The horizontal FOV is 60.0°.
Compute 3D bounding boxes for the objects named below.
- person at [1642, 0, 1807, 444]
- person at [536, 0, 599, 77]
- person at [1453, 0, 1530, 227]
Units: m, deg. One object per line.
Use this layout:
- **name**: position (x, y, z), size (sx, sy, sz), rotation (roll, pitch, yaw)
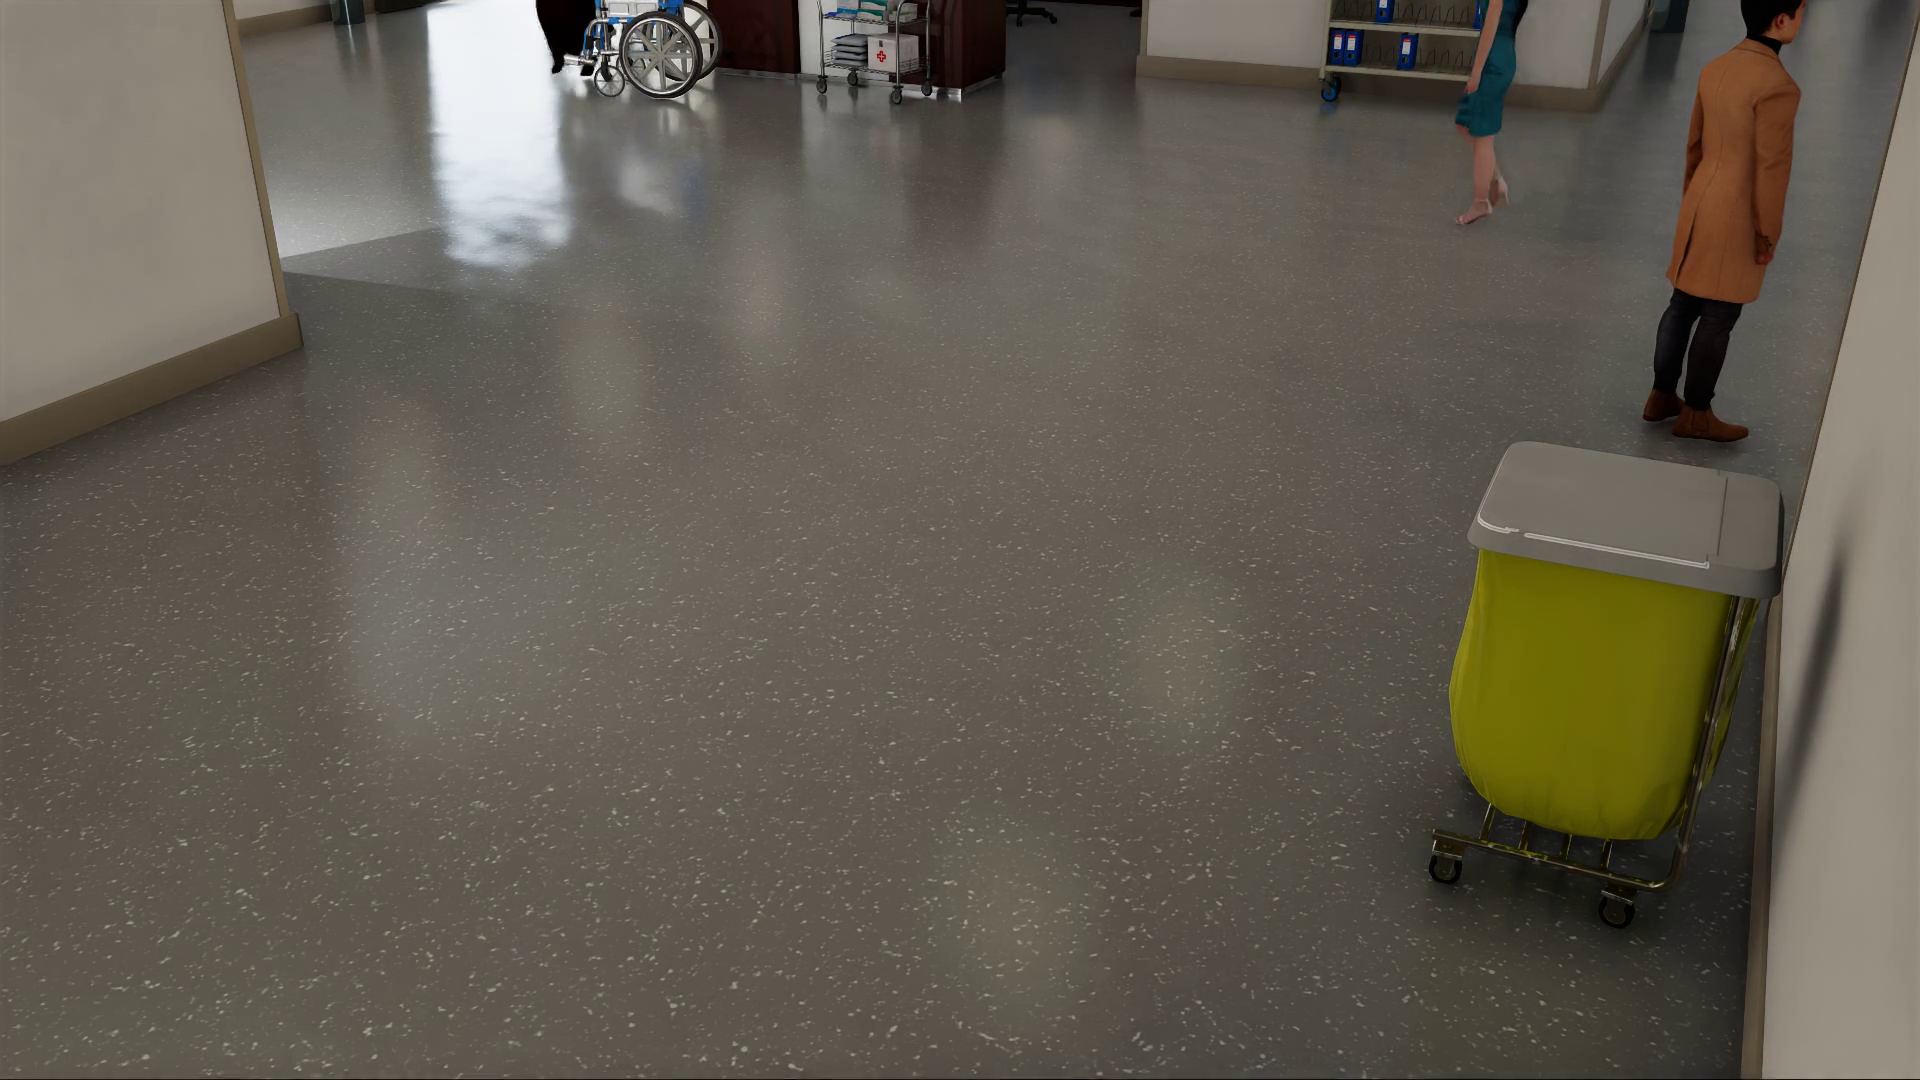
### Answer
- **person**: position (2.855, -1.229, 6.203), size (0.809, 1.727, 0.764), rotation (-6, 26, -12)
- **person**: position (-3.040, -4.553, 13.133), size (0.642, 1.736, 0.766), rotation (7, 27, 15)
- **person**: position (2.943, -2.499, 8.941), size (0.591, 1.678, 0.580), rotation (14, 29, 26)
